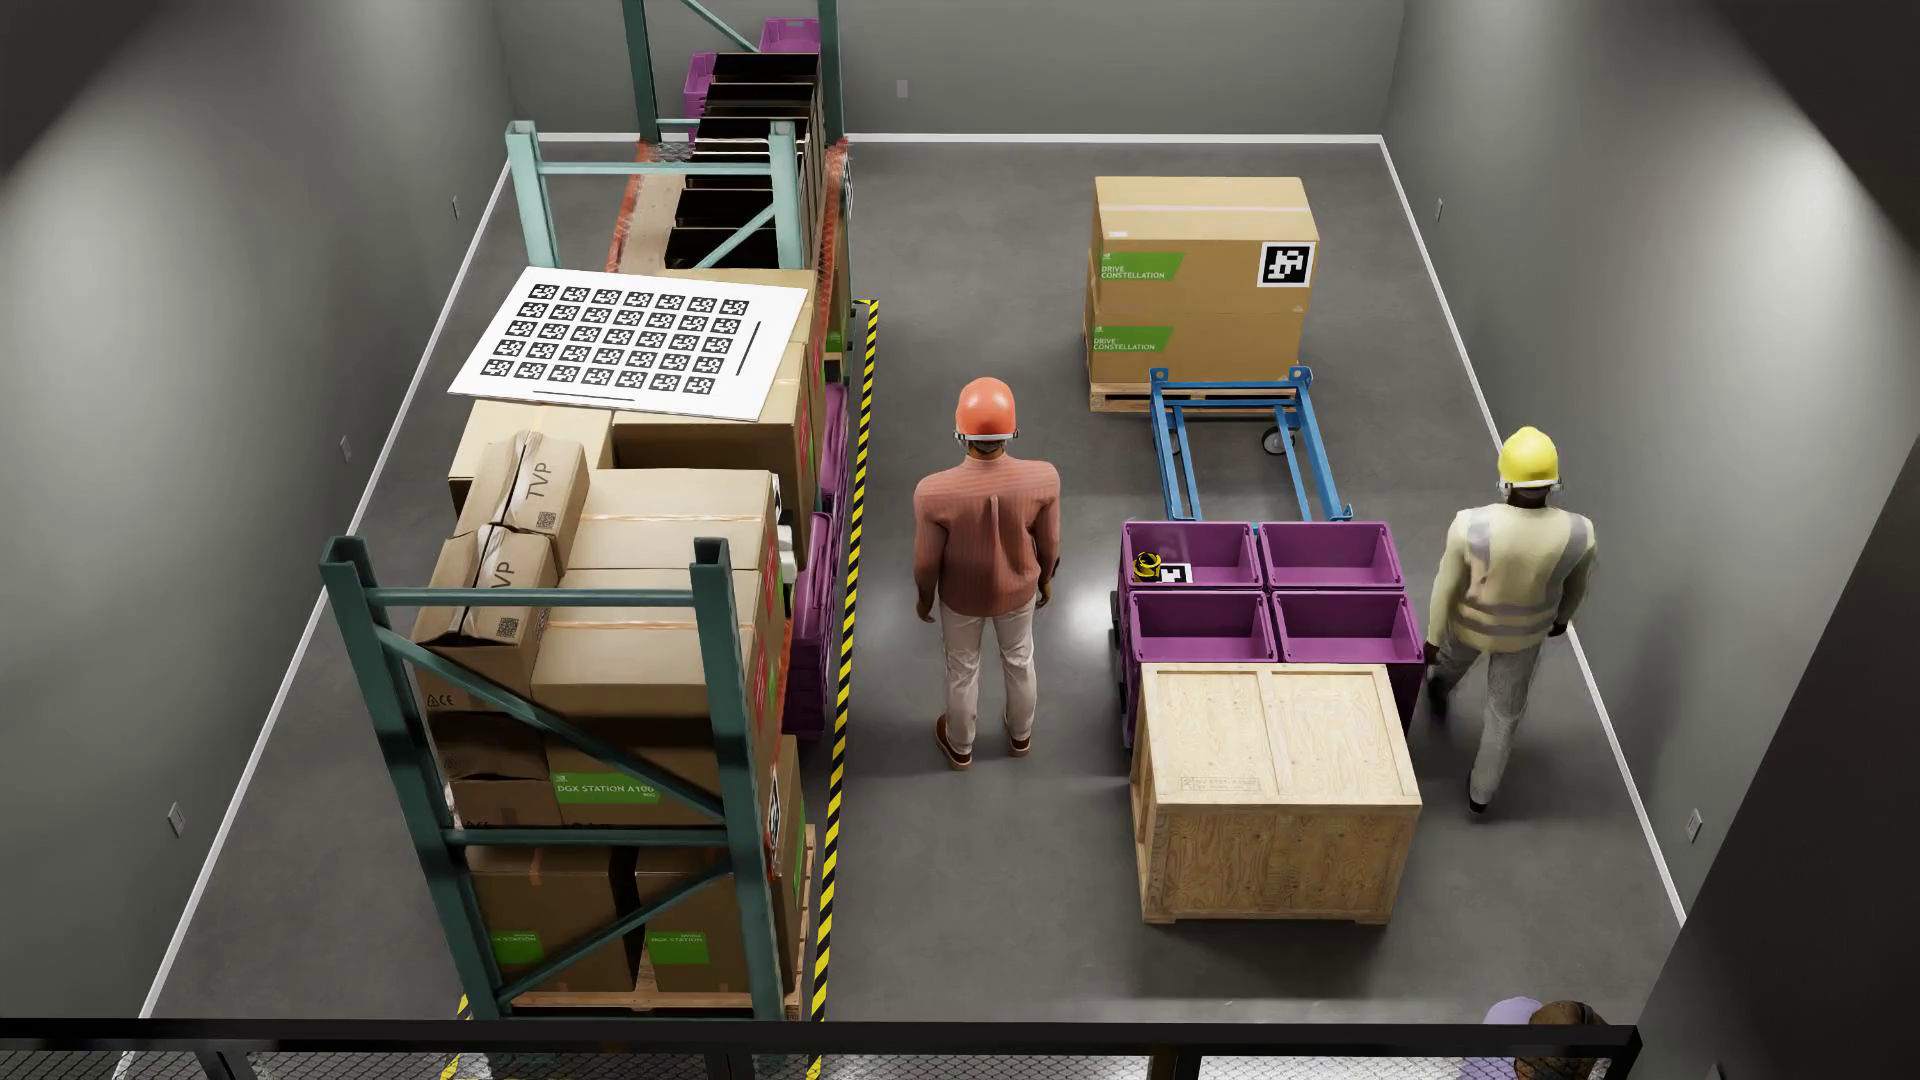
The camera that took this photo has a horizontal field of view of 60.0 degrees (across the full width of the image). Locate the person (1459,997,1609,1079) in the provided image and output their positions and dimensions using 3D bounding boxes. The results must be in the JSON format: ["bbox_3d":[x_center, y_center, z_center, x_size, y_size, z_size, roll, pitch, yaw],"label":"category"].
[{"bbox_3d":[1.540,1.941,4.904,0.353,1.931,0.635,11,42,12],"label":"person"}]

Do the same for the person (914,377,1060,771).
[{"bbox_3d":[0.106,0.174,6.873,0.608,1.995,0.377,-9,42,-10],"label":"person"}]

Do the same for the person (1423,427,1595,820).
[{"bbox_3d":[2.247,0.269,6.931,0.625,1.765,0.967,5,41,5],"label":"person"}]
